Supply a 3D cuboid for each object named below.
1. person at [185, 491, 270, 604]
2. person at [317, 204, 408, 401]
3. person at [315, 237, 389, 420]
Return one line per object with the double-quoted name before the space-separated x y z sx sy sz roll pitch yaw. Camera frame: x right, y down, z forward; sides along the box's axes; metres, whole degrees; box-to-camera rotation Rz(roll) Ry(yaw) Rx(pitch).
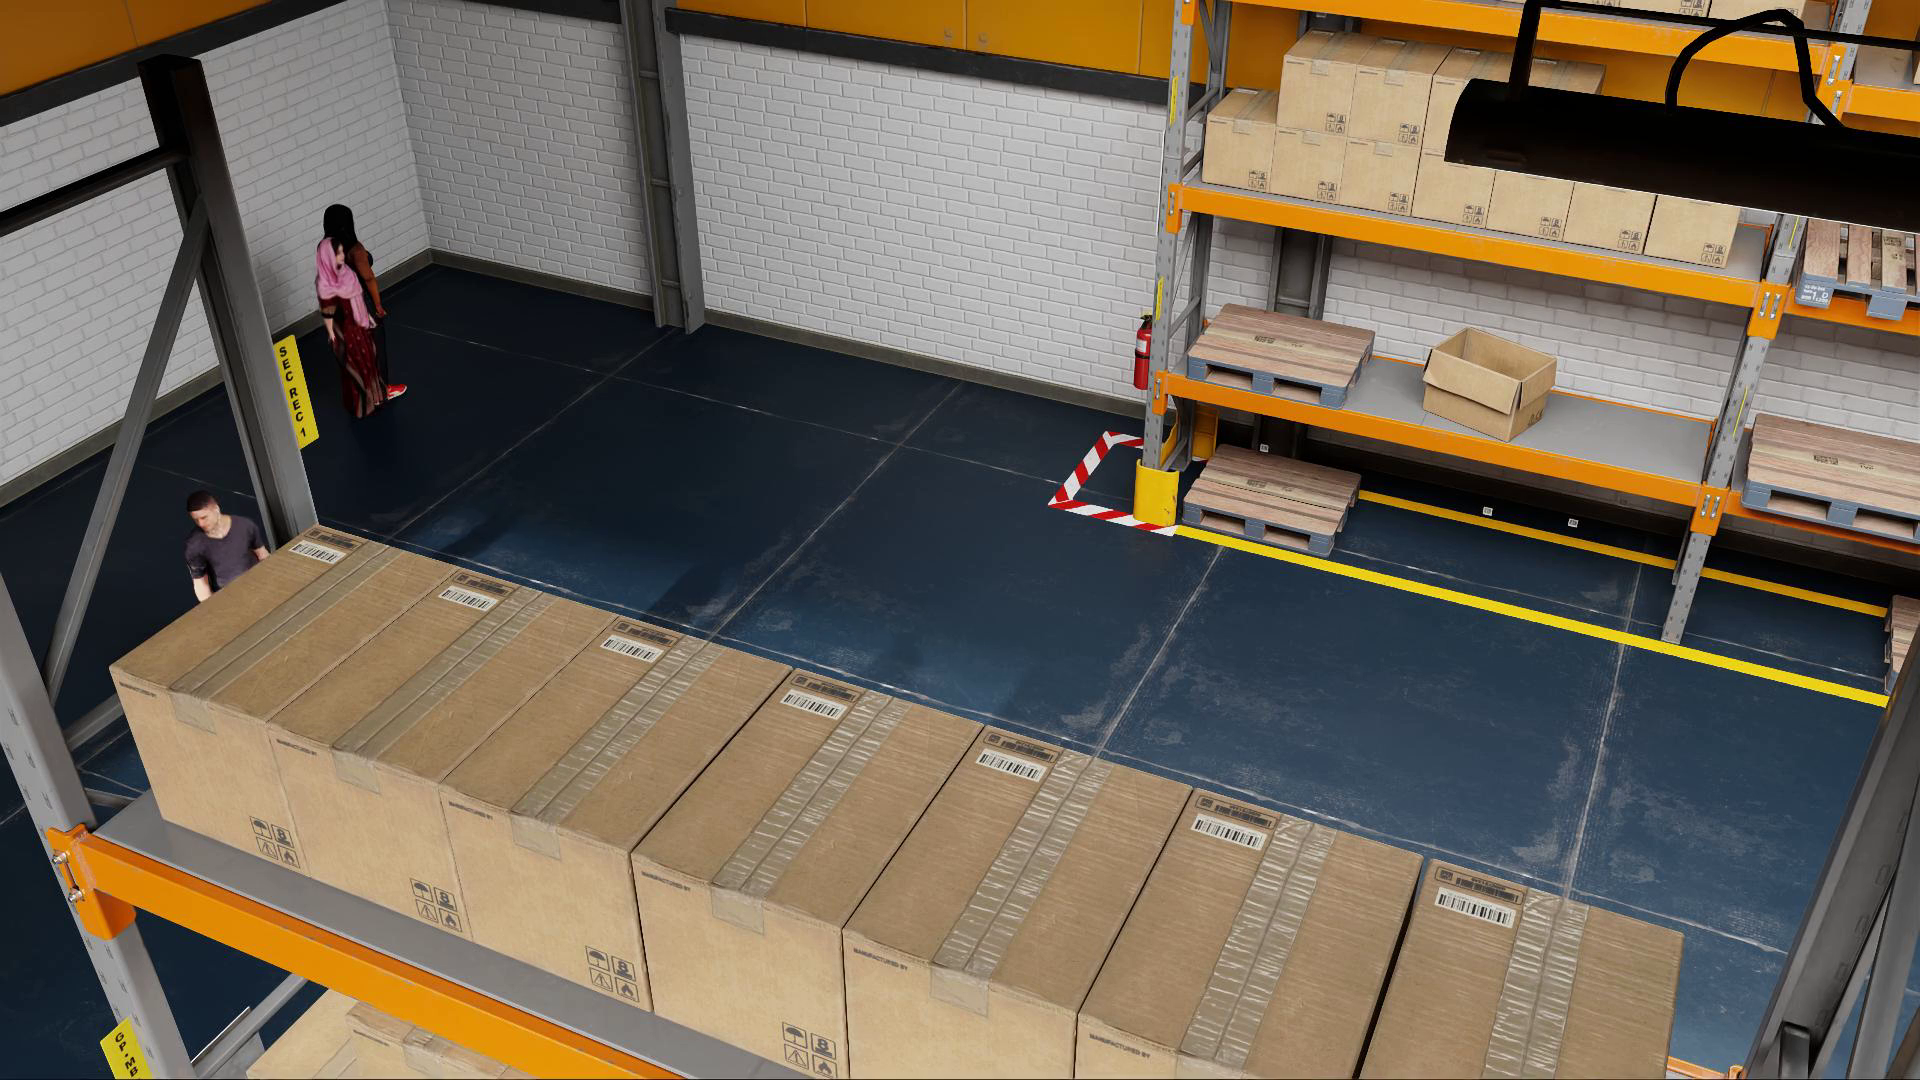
"person" -4.738 0.352 11.012 0.810 1.725 0.831 -28 42 -35
"person" -5.308 -2.089 14.602 0.573 1.816 0.762 11 35 16
"person" -5.335 -1.860 14.420 0.671 1.635 0.707 12 36 18
